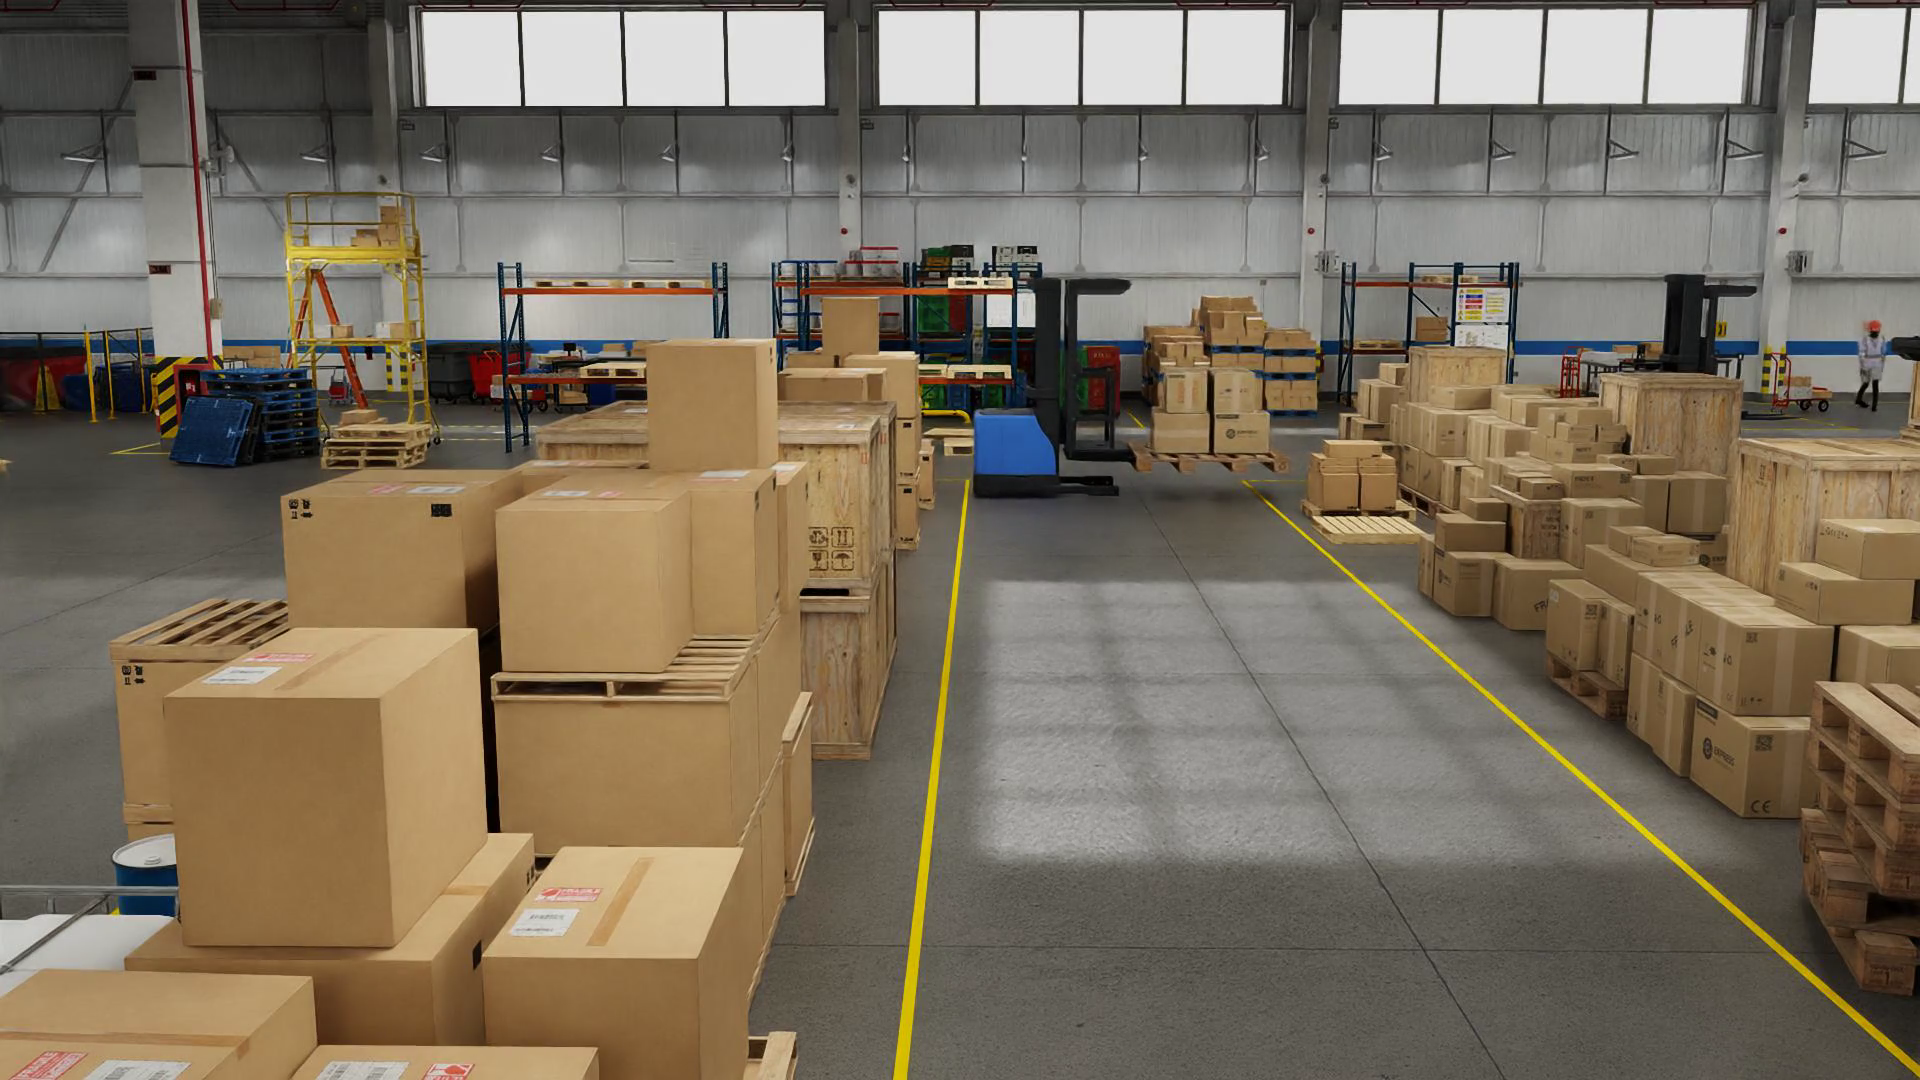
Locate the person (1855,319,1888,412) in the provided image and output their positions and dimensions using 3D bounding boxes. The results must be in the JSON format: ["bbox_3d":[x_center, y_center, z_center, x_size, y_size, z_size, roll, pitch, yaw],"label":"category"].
[{"bbox_3d":[18.636,-3.579,34.043,0.552,1.895,0.778,2,10,13],"label":"person"}]

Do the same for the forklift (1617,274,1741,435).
[{"bbox_3d":[12.653,-3.276,29.256,1.873,2.768,1.129,0,9,1],"label":"forklift"}]

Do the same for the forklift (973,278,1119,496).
[{"bbox_3d":[1.114,-2.013,21.692,1.873,2.768,1.129,0,9,1],"label":"forklift"}]
